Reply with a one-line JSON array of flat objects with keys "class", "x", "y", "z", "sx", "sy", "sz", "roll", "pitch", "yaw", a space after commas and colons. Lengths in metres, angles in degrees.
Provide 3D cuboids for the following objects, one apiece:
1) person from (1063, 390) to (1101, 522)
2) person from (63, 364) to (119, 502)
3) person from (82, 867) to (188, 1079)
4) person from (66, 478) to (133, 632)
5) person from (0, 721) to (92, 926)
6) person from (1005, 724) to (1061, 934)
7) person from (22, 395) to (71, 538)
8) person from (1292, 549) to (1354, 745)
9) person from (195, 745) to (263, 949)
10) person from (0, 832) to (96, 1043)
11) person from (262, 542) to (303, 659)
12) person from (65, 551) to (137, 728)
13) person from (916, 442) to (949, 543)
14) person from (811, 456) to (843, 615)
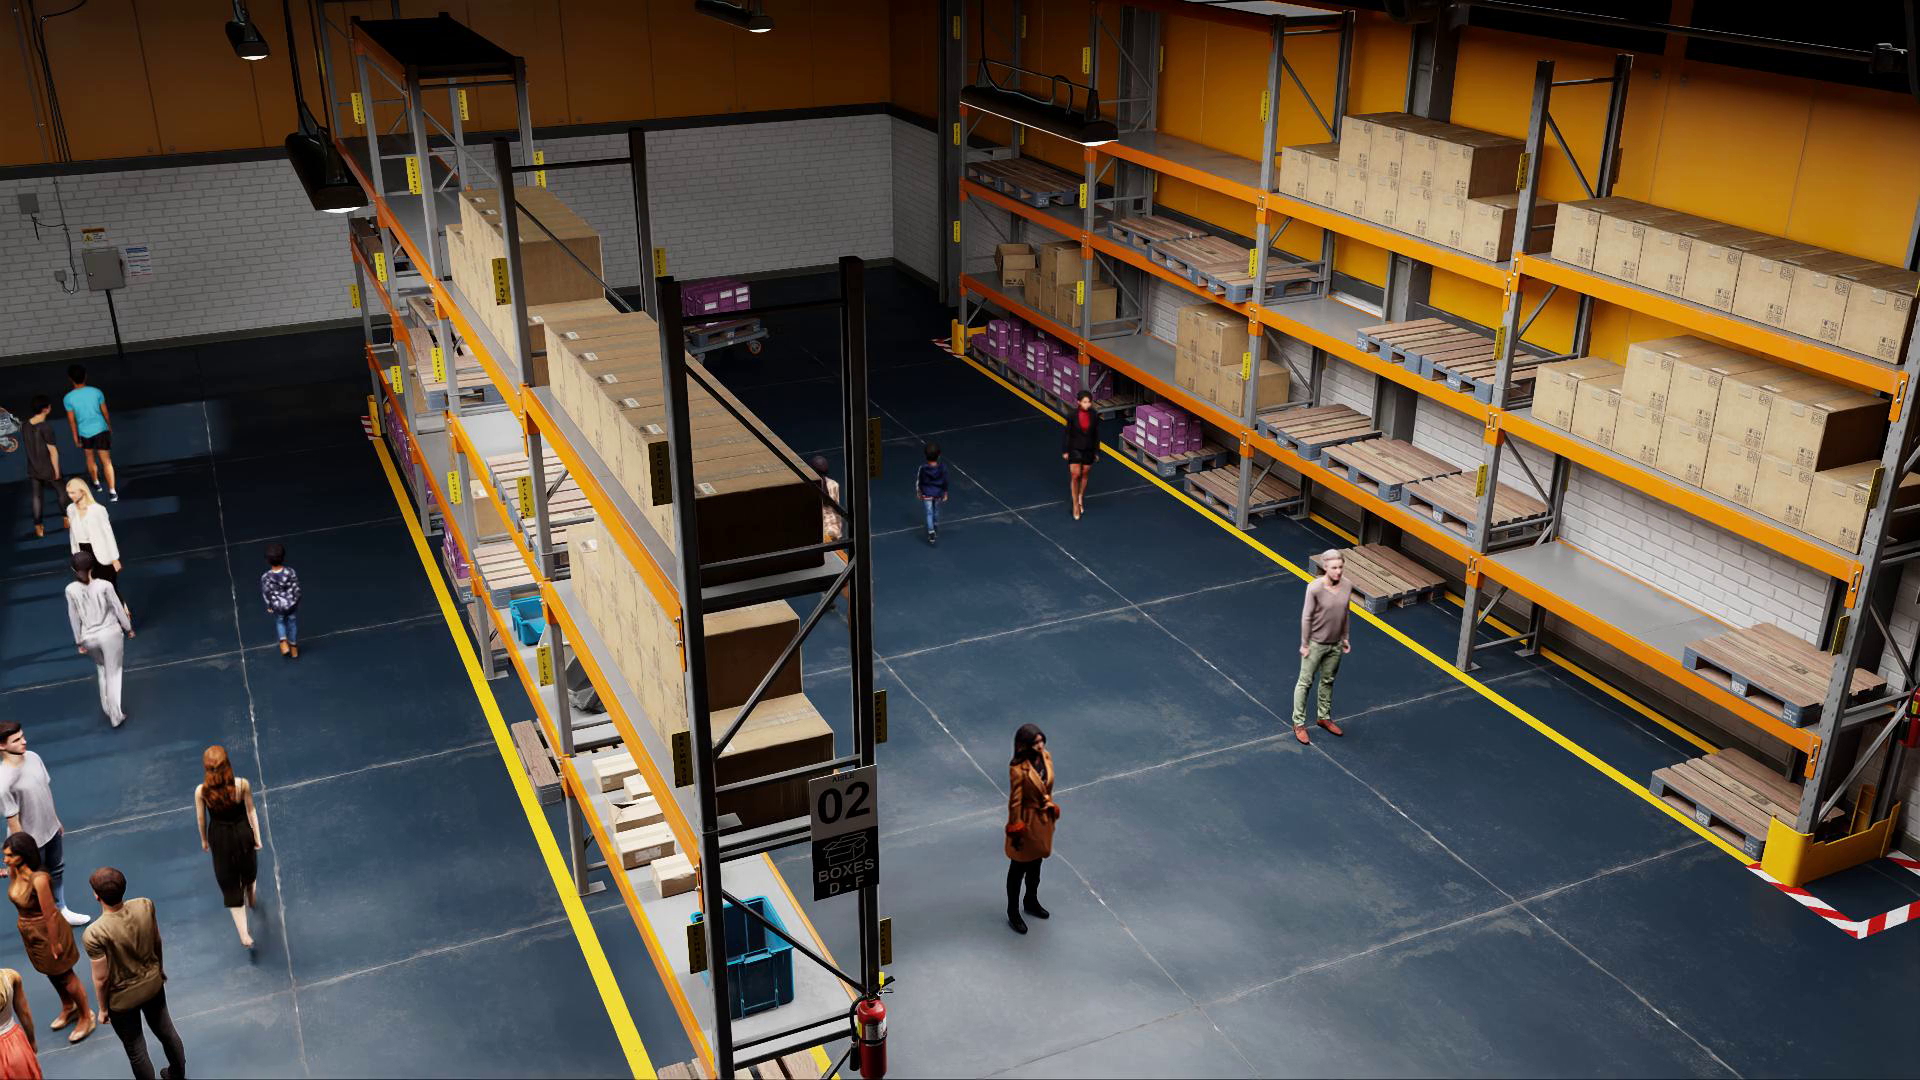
[{"class": "person", "x": 1.456, "y": -1.073, "z": 20.331, "sx": 0.681, "sy": 1.622, "sz": 0.781, "roll": -4, "pitch": 24, "yaw": -9}, {"class": "person", "x": -10.751, "y": -1.293, "z": 20.693, "sx": 0.664, "sy": 1.735, "sz": 1.129, "roll": -13, "pitch": 27, "yaw": -27}, {"class": "person", "x": -5.402, "y": 2.935, "z": 10.875, "sx": 0.782, "sy": 1.852, "sz": 0.747, "roll": 11, "pitch": 26, "yaw": 24}, {"class": "person", "x": -8.831, "y": 0.233, "z": 17.098, "sx": 0.906, "sy": 1.817, "sz": 0.988, "roll": 3, "pitch": 24, "yaw": 8}, {"class": "person", "x": -6.993, "y": 2.188, "z": 12.540, "sx": 0.805, "sy": 1.887, "sz": 0.669, "roll": 0, "pitch": 24, "yaw": 0}, {"class": "person", "x": 0.535, "y": 2.184, "z": 12.759, "sx": 0.757, "sy": 1.719, "sz": 0.717, "roll": -21, "pitch": 31, "yaw": -40}, {"class": "person", "x": -10.944, "y": -0.861, "z": 19.771, "sx": 0.882, "sy": 1.681, "sz": 0.950, "roll": 5, "pitch": 24, "yaw": 10}, {"class": "person", "x": 3.364, "y": 0.945, "z": 15.398, "sx": 0.684, "sy": 1.876, "sz": 0.604, "roll": -9, "pitch": 25, "yaw": -20}, {"class": "person", "x": -5.498, "y": 2.338, "z": 12.579, "sx": 0.566, "sy": 1.581, "sz": 1.108, "roll": -11, "pitch": 26, "yaw": -23}, {"class": "person", "x": -6.340, "y": 2.739, "z": 11.534, "sx": 0.606, "sy": 1.683, "sz": 0.701, "roll": 14, "pitch": 27, "yaw": 29}, {"class": "person", "x": -6.875, "y": 0.630, "z": 16.911, "sx": 0.504, "sy": 1.241, "sz": 0.501, "roll": -9, "pitch": 25, "yaw": -20}, {"class": "person", "x": -8.031, "y": 0.958, "z": 15.515, "sx": 0.697, "sy": 1.758, "sz": 0.741, "roll": -2, "pitch": 24, "yaw": -5}, {"class": "person", "x": -0.333, "y": -0.547, "z": 19.659, "sx": 0.697, "sy": 1.196, "sz": 0.908, "roll": -2, "pitch": 24, "yaw": -5}, {"class": "person", "x": -1.414, "y": -0.017, "z": 17.713, "sx": 0.653, "sy": 1.783, "sz": 0.693, "roll": -19, "pitch": 30, "yaw": -36}]
